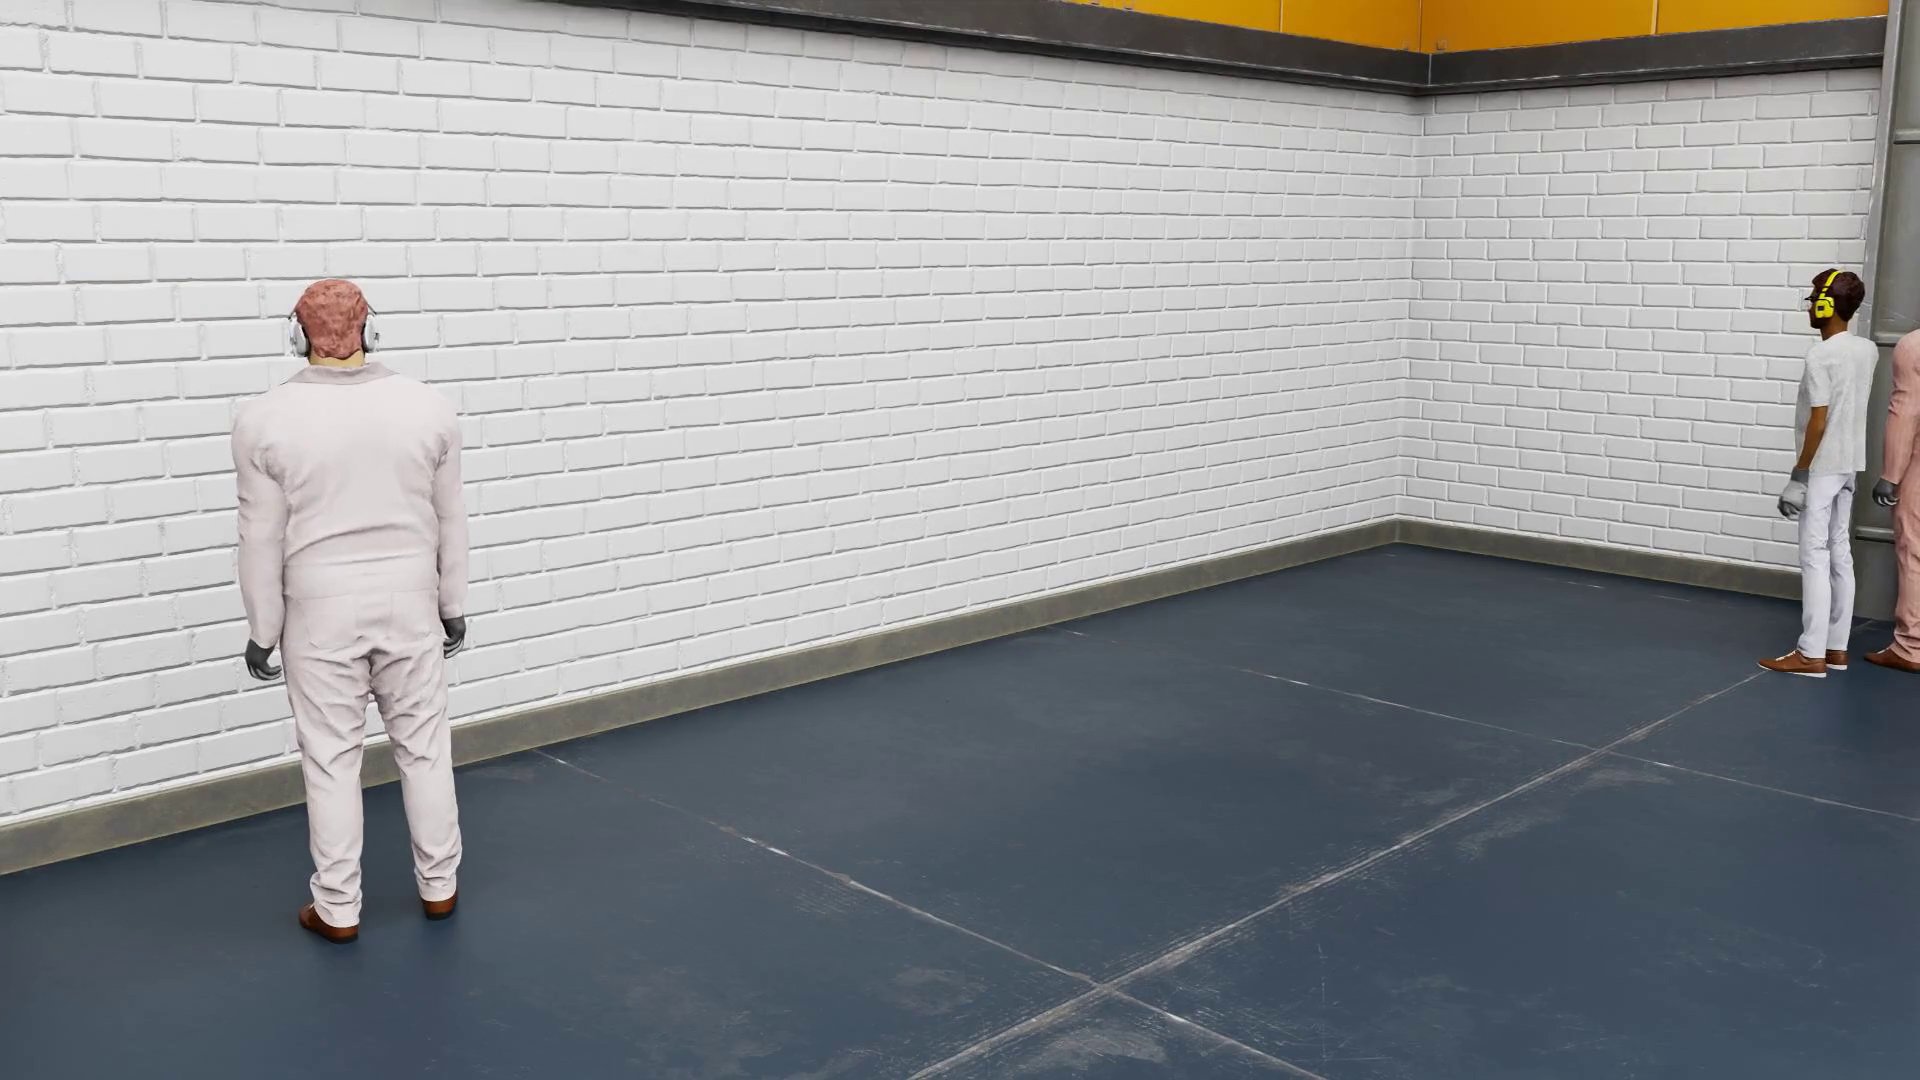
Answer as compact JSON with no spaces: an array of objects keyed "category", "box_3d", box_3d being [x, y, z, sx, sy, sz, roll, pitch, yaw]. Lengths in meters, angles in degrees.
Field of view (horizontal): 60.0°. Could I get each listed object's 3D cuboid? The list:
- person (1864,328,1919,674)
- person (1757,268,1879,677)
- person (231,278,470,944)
[{"category":"person","box_3d":[4.537,-0.331,7.718,0.644,1.907,0.399,-2,11,-9]},{"category":"person","box_3d":[3.968,-0.300,7.656,0.517,1.869,0.328,-7,13,-34]},{"category":"person","box_3d":[-1.739,0.208,4.799,0.639,1.902,0.406,-7,12,-32]}]
